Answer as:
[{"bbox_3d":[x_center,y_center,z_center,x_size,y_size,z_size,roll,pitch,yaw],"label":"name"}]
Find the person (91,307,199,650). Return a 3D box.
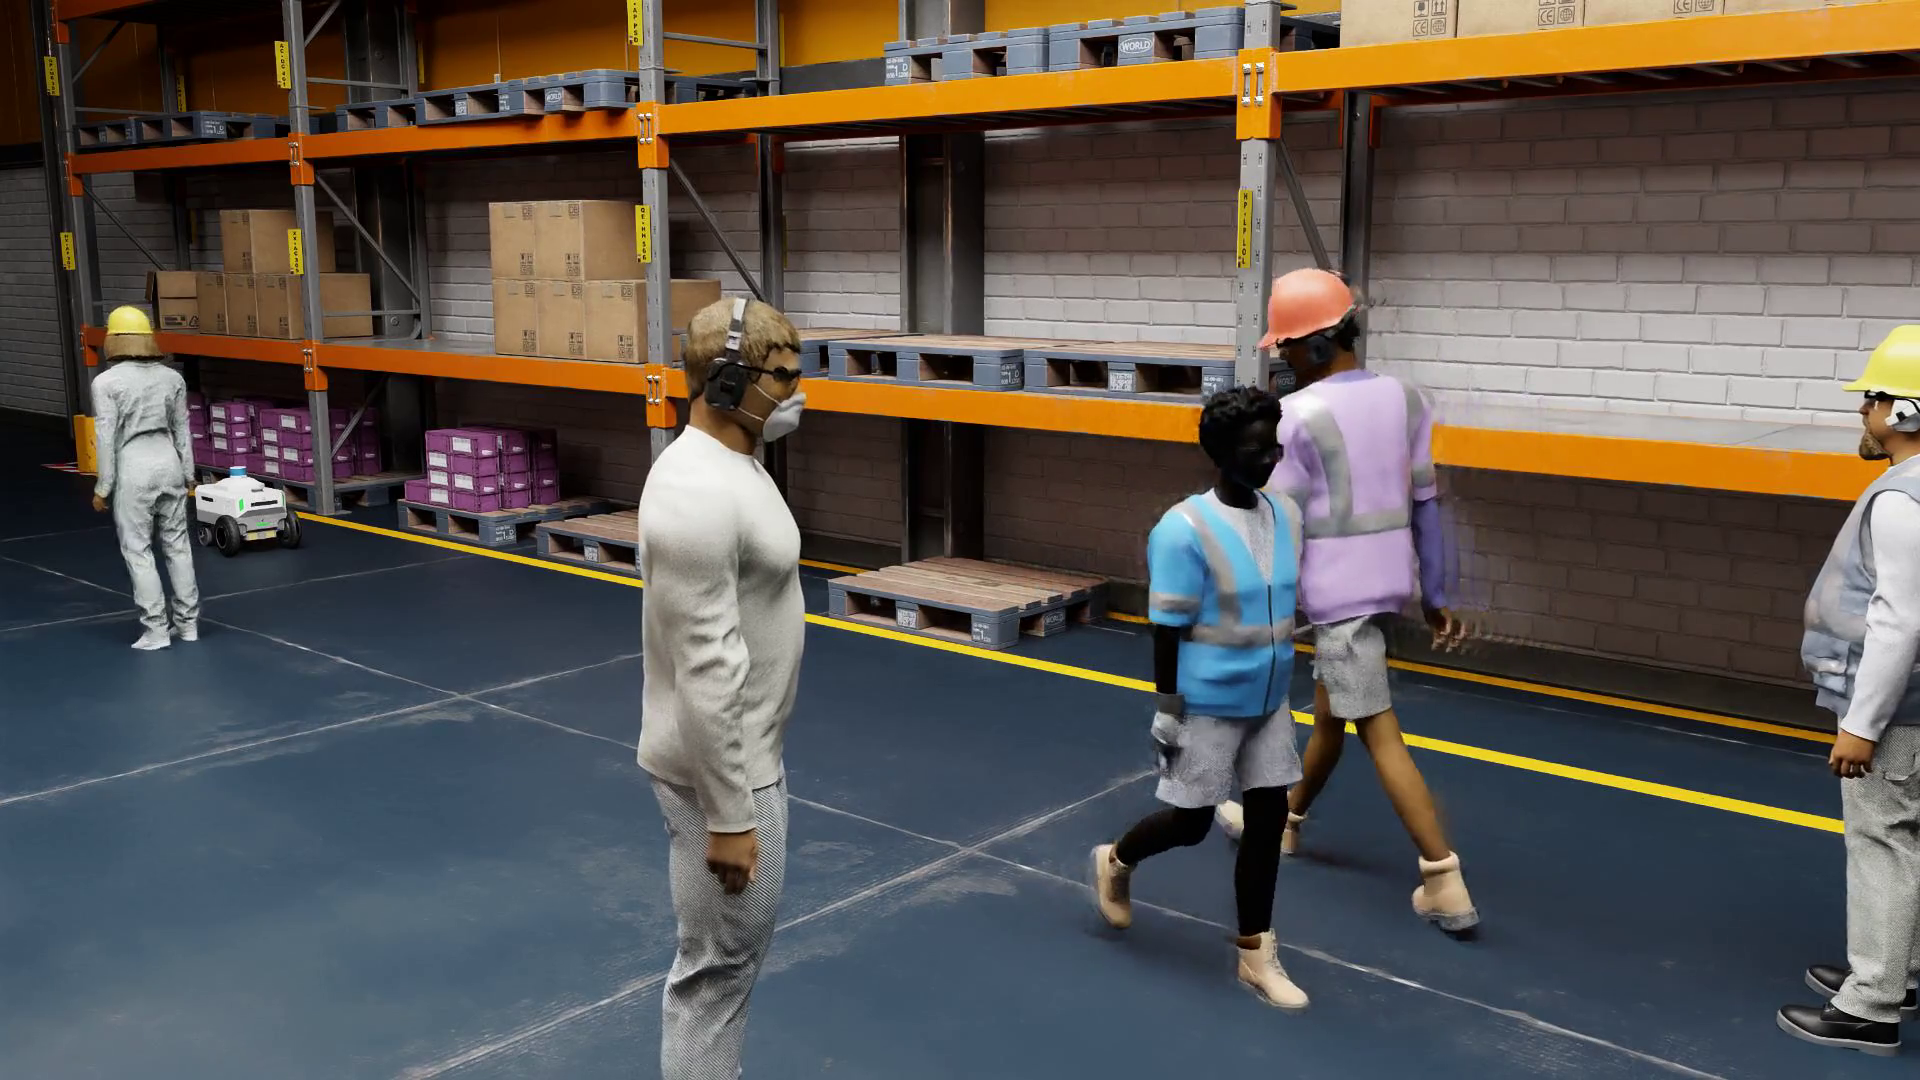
[{"bbox_3d":[-4.126,-0.302,8.430,0.448,1.732,0.515,6,12,31],"label":"person"}]

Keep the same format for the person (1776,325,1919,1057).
[{"bbox_3d":[2.345,0.381,4.206,0.403,1.833,0.586,9,13,41],"label":"person"}]

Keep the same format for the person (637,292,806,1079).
[{"bbox_3d":[-0.459,0.474,3.381,0.372,1.937,0.627,-1,10,-4],"label":"person"}]

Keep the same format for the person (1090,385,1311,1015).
[{"bbox_3d":[0.667,0.404,4.533,0.538,1.677,0.670,-7,12,-36],"label":"person"}]

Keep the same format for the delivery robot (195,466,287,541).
[{"bbox_3d":[-4.838,-0.252,11.177,0.707,0.478,0.477,9,13,41],"label":"delivery robot"}]

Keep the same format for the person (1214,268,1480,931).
[{"bbox_3d":[1.212,0.165,5.093,0.678,1.965,1.075,-7,12,-34],"label":"person"}]
